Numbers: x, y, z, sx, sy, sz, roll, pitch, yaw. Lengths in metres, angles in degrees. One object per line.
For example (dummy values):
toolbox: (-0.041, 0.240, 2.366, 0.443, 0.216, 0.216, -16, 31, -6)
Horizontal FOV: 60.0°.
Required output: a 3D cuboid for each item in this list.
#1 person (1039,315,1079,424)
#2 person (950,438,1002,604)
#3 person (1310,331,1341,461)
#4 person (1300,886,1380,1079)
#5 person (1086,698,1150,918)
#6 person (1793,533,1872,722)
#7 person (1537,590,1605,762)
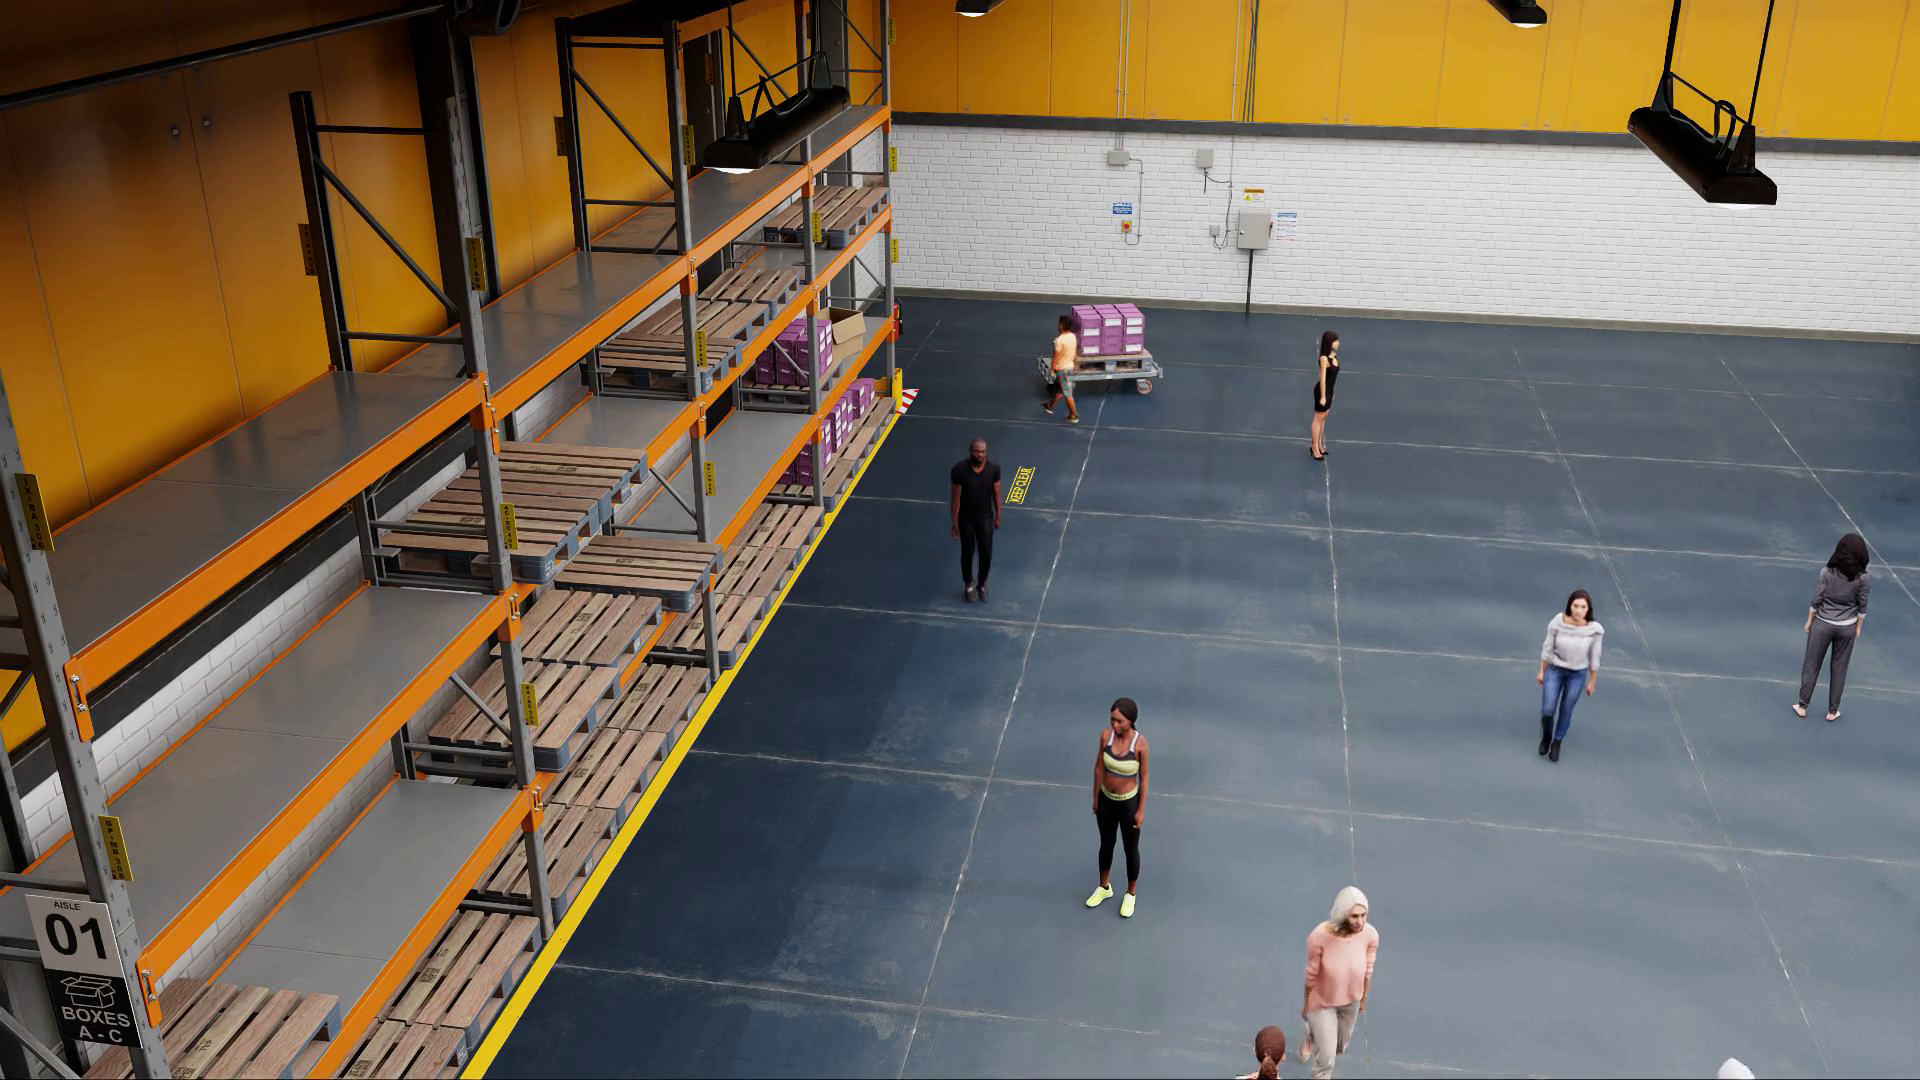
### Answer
person: (1.437, -2.245, 22.127, 0.918, 1.425, 0.972, 19, 30, 36)
person: (0.129, -0.242, 17.077, 0.780, 1.800, 0.771, -2, 24, -5)
person: (4.575, -1.838, 20.915, 0.682, 1.650, 0.539, 14, 27, 29)
person: (2.275, 2.788, 10.273, 0.793, 1.698, 1.037, -3, 24, -7)
person: (1.177, 1.925, 12.176, 0.616, 1.755, 0.602, 12, 26, 25)
person: (7.773, 0.773, 14.801, 0.642, 1.763, 0.581, 9, 25, 20)
person: (5.167, 1.121, 14.182, 0.659, 1.622, 0.601, 8, 25, 18)
